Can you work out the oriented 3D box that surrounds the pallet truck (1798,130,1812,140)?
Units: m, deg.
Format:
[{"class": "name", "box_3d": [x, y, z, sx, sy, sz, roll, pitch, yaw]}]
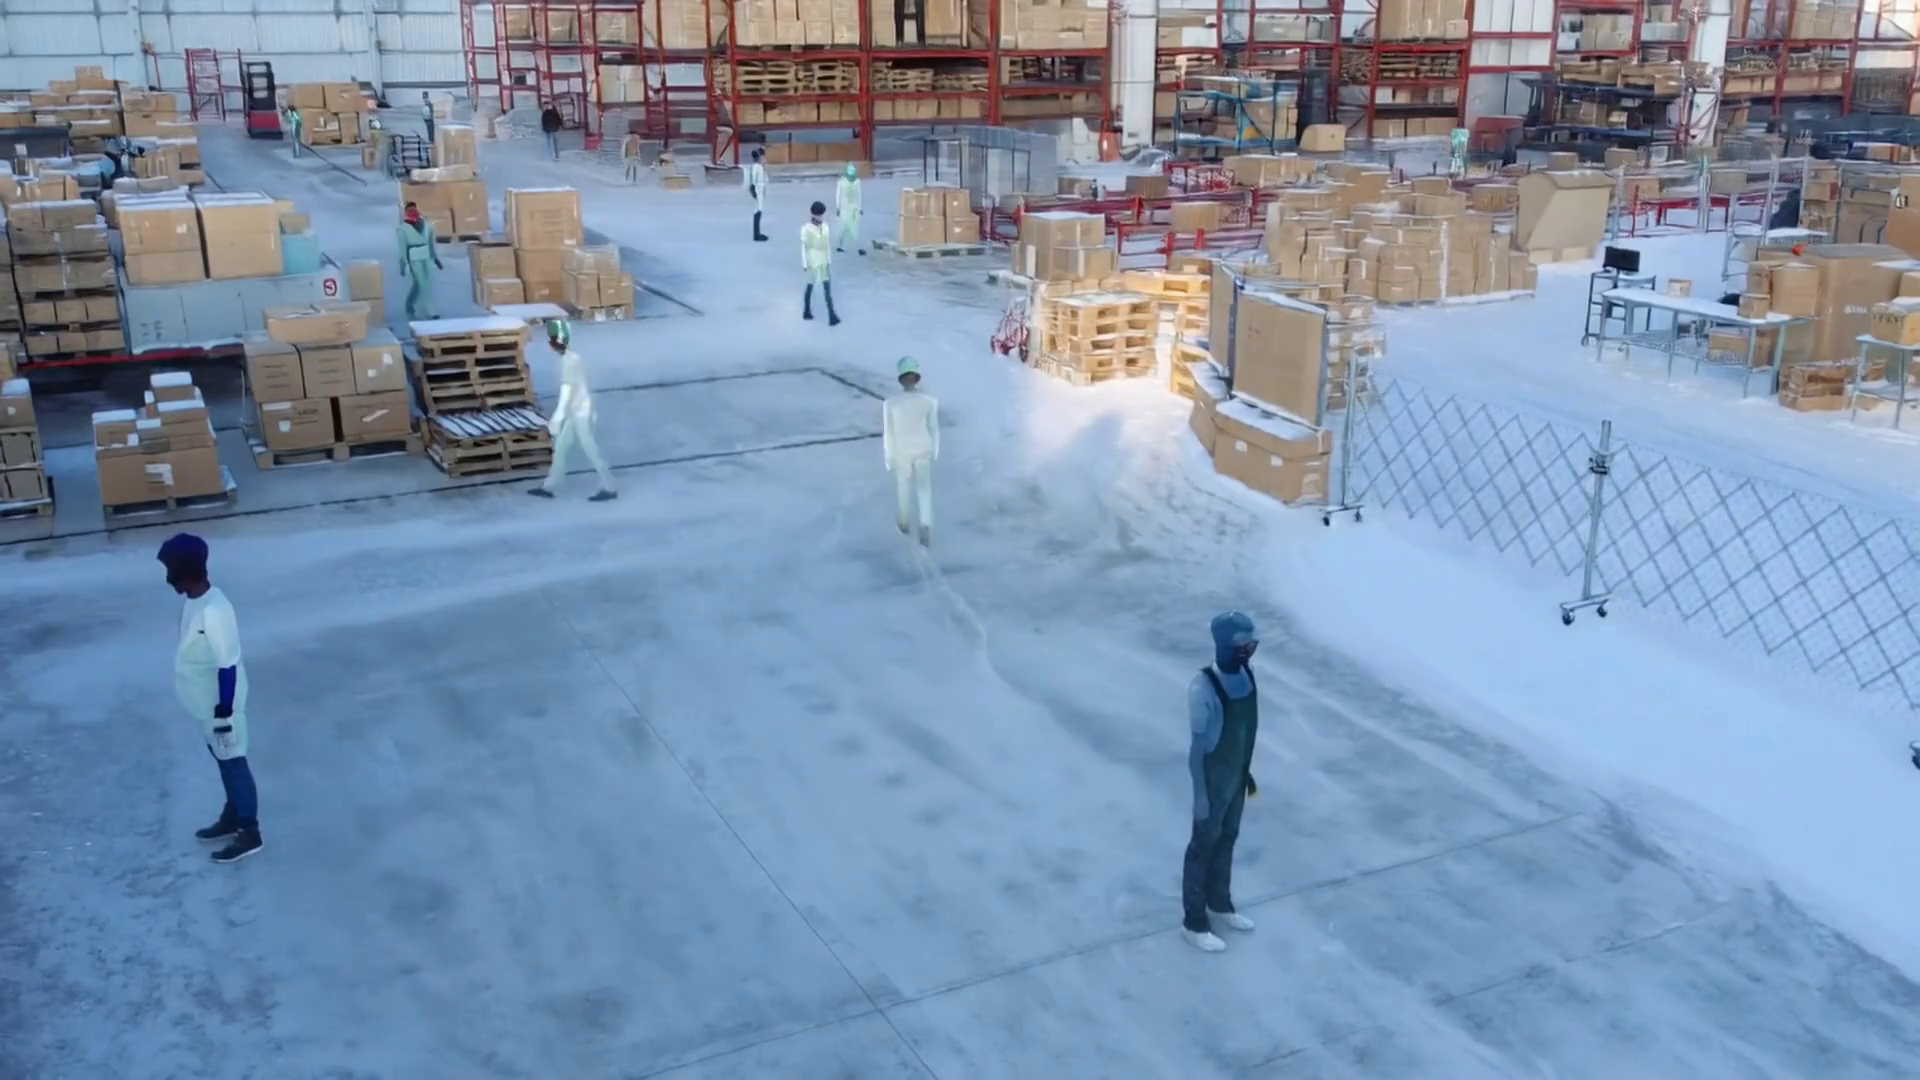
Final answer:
[{"class": "pallet truck", "box_3d": [25.526, -11.556, 49.408, 1.630, 1.274, 0.653, -9, 20, -26]}]

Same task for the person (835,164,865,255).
[{"class": "person", "box_3d": [-2.232, -6.636, 33.289, 0.595, 1.790, 0.922, -10, 20, -28]}]

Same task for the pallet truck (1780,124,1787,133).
[{"class": "pallet truck", "box_3d": [25.206, -12.542, 52.601, 1.601, 1.201, 0.680, 0, 18, -2]}]

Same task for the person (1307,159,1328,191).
[{"class": "person", "box_3d": [7.657, -7.437, 36.068, 0.782, 1.598, 0.525, -9, 20, -26]}]

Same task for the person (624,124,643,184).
[{"class": "person", "box_3d": [-9.075, -10.689, 46.118, 0.551, 1.672, 0.517, 6, 19, 17]}]

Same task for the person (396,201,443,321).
[{"class": "person", "box_3d": [-8.556, -4.392, 26.156, 0.991, 1.873, 0.593, 11, 21, 31]}]

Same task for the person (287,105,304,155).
[{"class": "person", "box_3d": [-22.188, -13.669, 55.450, 0.306, 1.640, 0.522, 7, 19, 20]}]

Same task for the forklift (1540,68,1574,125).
[{"class": "forklift", "box_3d": [19.428, -14.091, 54.763, 1.873, 2.768, 1.129, -9, 20, -26]}]

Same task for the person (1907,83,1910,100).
[{"class": "person", "box_3d": [39.106, -18.080, 69.045, 0.531, 1.736, 0.778, -11, 21, -31]}]

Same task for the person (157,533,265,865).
[{"class": "person", "box_3d": [-4.278, 0.895, 9.525, 0.367, 1.962, 0.603, -12, 22, -34]}]

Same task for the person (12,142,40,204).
[{"class": "person", "box_3d": [-20.771, -7.884, 37.022, 0.576, 1.882, 0.355, 1, 18, 2]}]

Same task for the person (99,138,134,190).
[{"class": "person", "box_3d": [-18.456, -7.777, 36.434, 0.688, 2.000, 0.536, -16, 24, -41]}]

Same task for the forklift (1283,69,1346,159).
[{"class": "forklift", "box_3d": [11.615, -13.871, 54.079, 1.129, 2.768, 1.873, -9, 20, -27]}]

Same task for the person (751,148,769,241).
[{"class": "person", "box_3d": [-4.207, -7.284, 35.088, 0.398, 1.928, 0.541, -3, 18, -11]}]

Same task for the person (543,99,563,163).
[{"class": "person", "box_3d": [-12.922, -12.989, 52.804, 0.620, 1.976, 0.700, -8, 19, -22]}]

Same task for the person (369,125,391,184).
[{"class": "person", "box_3d": [-16.211, -10.710, 46.244, 0.674, 1.614, 0.540, -17, 24, -42]}]

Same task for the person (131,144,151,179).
[{"class": "person", "box_3d": [-18.095, -7.822, 36.858, 0.311, 1.865, 0.532, 11, 21, 30]}]

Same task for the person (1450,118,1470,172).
[{"class": "person", "box_3d": [14.458, -11.362, 48.162, 0.540, 1.695, 0.317, 5, 18, 16]}]

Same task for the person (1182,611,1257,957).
[{"class": "person", "box_3d": [1.368, 1.243, 8.628, 0.345, 1.846, 0.507, 15, 23, 38]}]

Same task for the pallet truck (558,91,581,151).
[{"class": "pallet truck", "box_3d": [-13.495, -14.412, 57.188, 0.823, 1.965, 1.885, -3, 18, -9]}]

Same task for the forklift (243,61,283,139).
[{"class": "forklift", "box_3d": [-26.183, -16.517, 62.328, 1.129, 2.768, 1.873, -9, 20, -26]}]

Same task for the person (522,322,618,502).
[{"class": "person", "box_3d": [-3.878, -1.235, 16.398, 0.955, 1.817, 0.520, -5, 18, -14]}]

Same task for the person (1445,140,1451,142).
[{"class": "person", "box_3d": [17.812, -15.499, 60.743, 0.711, 1.887, 0.559, -4, 18, -11]}]

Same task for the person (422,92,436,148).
[{"class": "person", "box_3d": [-18.644, -14.769, 58.446, 0.396, 1.911, 0.588, -14, 22, -36]}]

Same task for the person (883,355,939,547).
[{"class": "person", "box_3d": [-0.440, -0.819, 15.223, 0.528, 1.743, 0.787, -3, 18, -8]}]

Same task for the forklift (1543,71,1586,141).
[{"class": "forklift", "box_3d": [18.685, -13.231, 52.085, 1.873, 2.768, 1.129, -9, 20, -26]}]

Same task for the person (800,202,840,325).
[{"class": "person", "box_3d": [-2.216, -4.316, 25.905, 0.574, 1.882, 0.998, -10, 20, -29]}]
